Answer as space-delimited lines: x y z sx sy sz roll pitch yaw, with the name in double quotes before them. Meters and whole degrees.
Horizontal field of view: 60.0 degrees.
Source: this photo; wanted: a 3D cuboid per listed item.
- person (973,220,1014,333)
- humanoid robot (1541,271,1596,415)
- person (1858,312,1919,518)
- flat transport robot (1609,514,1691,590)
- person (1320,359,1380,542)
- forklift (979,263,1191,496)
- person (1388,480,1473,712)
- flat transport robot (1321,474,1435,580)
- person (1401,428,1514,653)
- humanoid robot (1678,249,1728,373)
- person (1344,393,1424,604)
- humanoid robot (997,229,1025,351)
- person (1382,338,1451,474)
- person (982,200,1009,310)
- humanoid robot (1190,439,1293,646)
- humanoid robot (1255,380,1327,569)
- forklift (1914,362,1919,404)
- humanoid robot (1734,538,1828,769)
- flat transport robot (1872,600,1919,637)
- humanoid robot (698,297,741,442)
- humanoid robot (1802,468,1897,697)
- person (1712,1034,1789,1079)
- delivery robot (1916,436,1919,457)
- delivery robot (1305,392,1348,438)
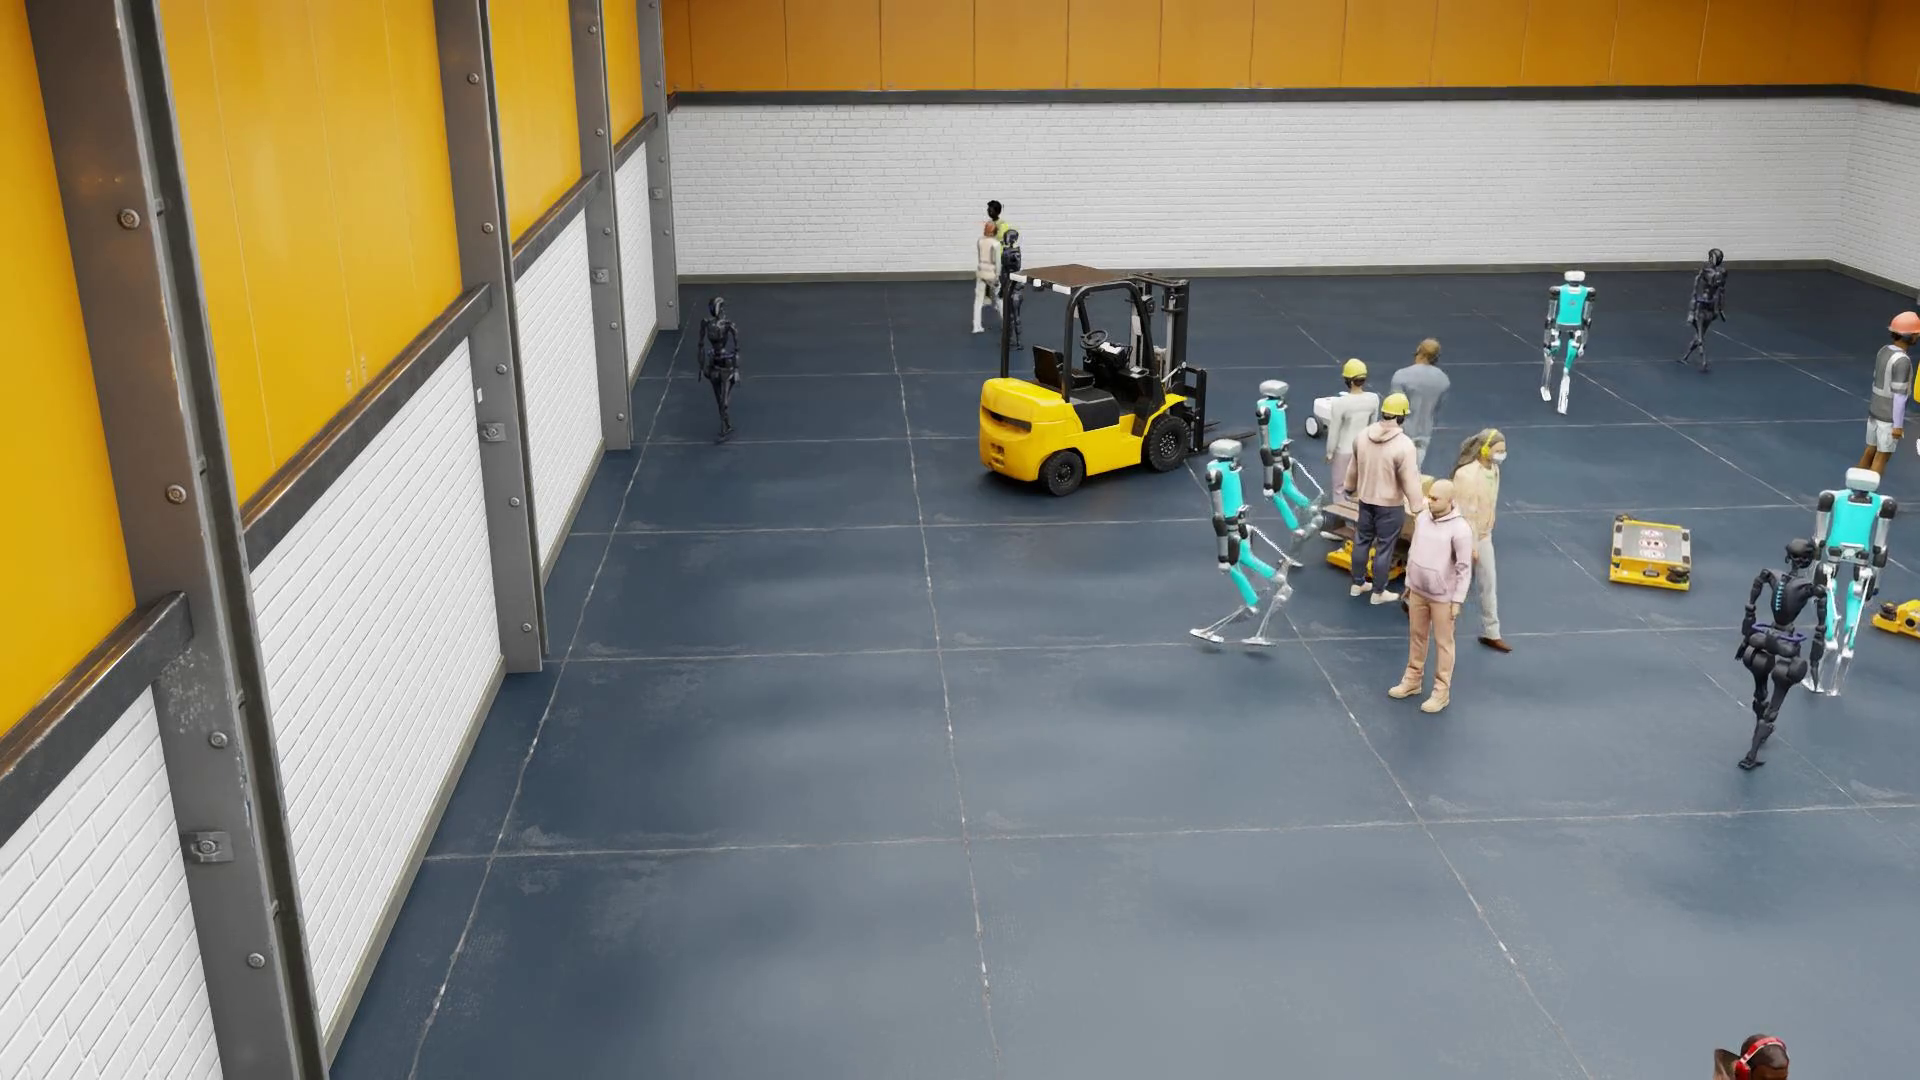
"person" 0.478 -3.822 24.090 0.530 1.600 0.816 17 26 39
"humanoid robot" 7.309 -2.452 20.232 0.532 1.780 0.997 3 20 8
"person" 9.189 -1.244 16.441 0.366 2.048 0.606 3 20 7
"flat transport robot" 6.363 0.109 15.330 0.659 0.231 1.431 8 22 20
"person" 3.700 -0.850 15.778 0.522 1.762 0.331 -7 21 -19
"forklift" 1.315 -1.764 17.646 2.313 2.155 1.214 -14 24 -33
"person" 3.533 0.396 12.349 0.401 1.781 0.536 -13 24 -32
"flat transport robot" 4.129 0.056 15.475 1.431 0.231 0.659 -15 25 -36
"person" 4.129 -0.061 13.561 0.514 1.818 1.031 -14 24 -33
"humanoid robot" 9.849 -3.037 21.940 0.605 1.620 0.794 -8 22 -22
"person" 3.614 -0.349 14.281 0.437 1.856 0.814 -15 25 -36
"humanoid robot" 0.717 -3.465 23.004 0.315 1.657 0.599 -8 22 -20
"person" 4.327 -0.997 15.998 0.727 1.891 0.495 -5 21 -12
"person" 0.491 -4.329 25.371 0.550 1.681 0.541 -14 24 -33
"humanoid robot" 2.320 0.080 13.242 0.957 1.709 0.532 11 23 27
"humanoid robot" 3.006 -0.495 14.948 0.763 1.851 0.536 11 23 27
"forklift" 12.602 -2.435 19.475 2.313 2.155 1.214 -1 20 -4
"humanoid robot" 5.710 0.758 11.543 0.684 1.632 0.604 -14 25 -34
"flat transport robot" 8.308 0.773 13.521 0.659 0.231 1.431 -13 24 -31
"humanoid robot" -2.751 -1.954 18.925 0.590 1.636 0.647 9 22 24
"humanoid robot" 6.605 0.422 12.401 0.535 1.829 0.763 6 21 16
"person" 3.006 2.610 6.522 0.461 1.645 0.308 -3 20 -8
"delivery robot" 10.866 -1.070 18.157 0.499 0.614 0.796 1 20 3
"delivery robot" 4.347 -1.392 19.032 0.499 0.614 0.786 -10 22 -24
